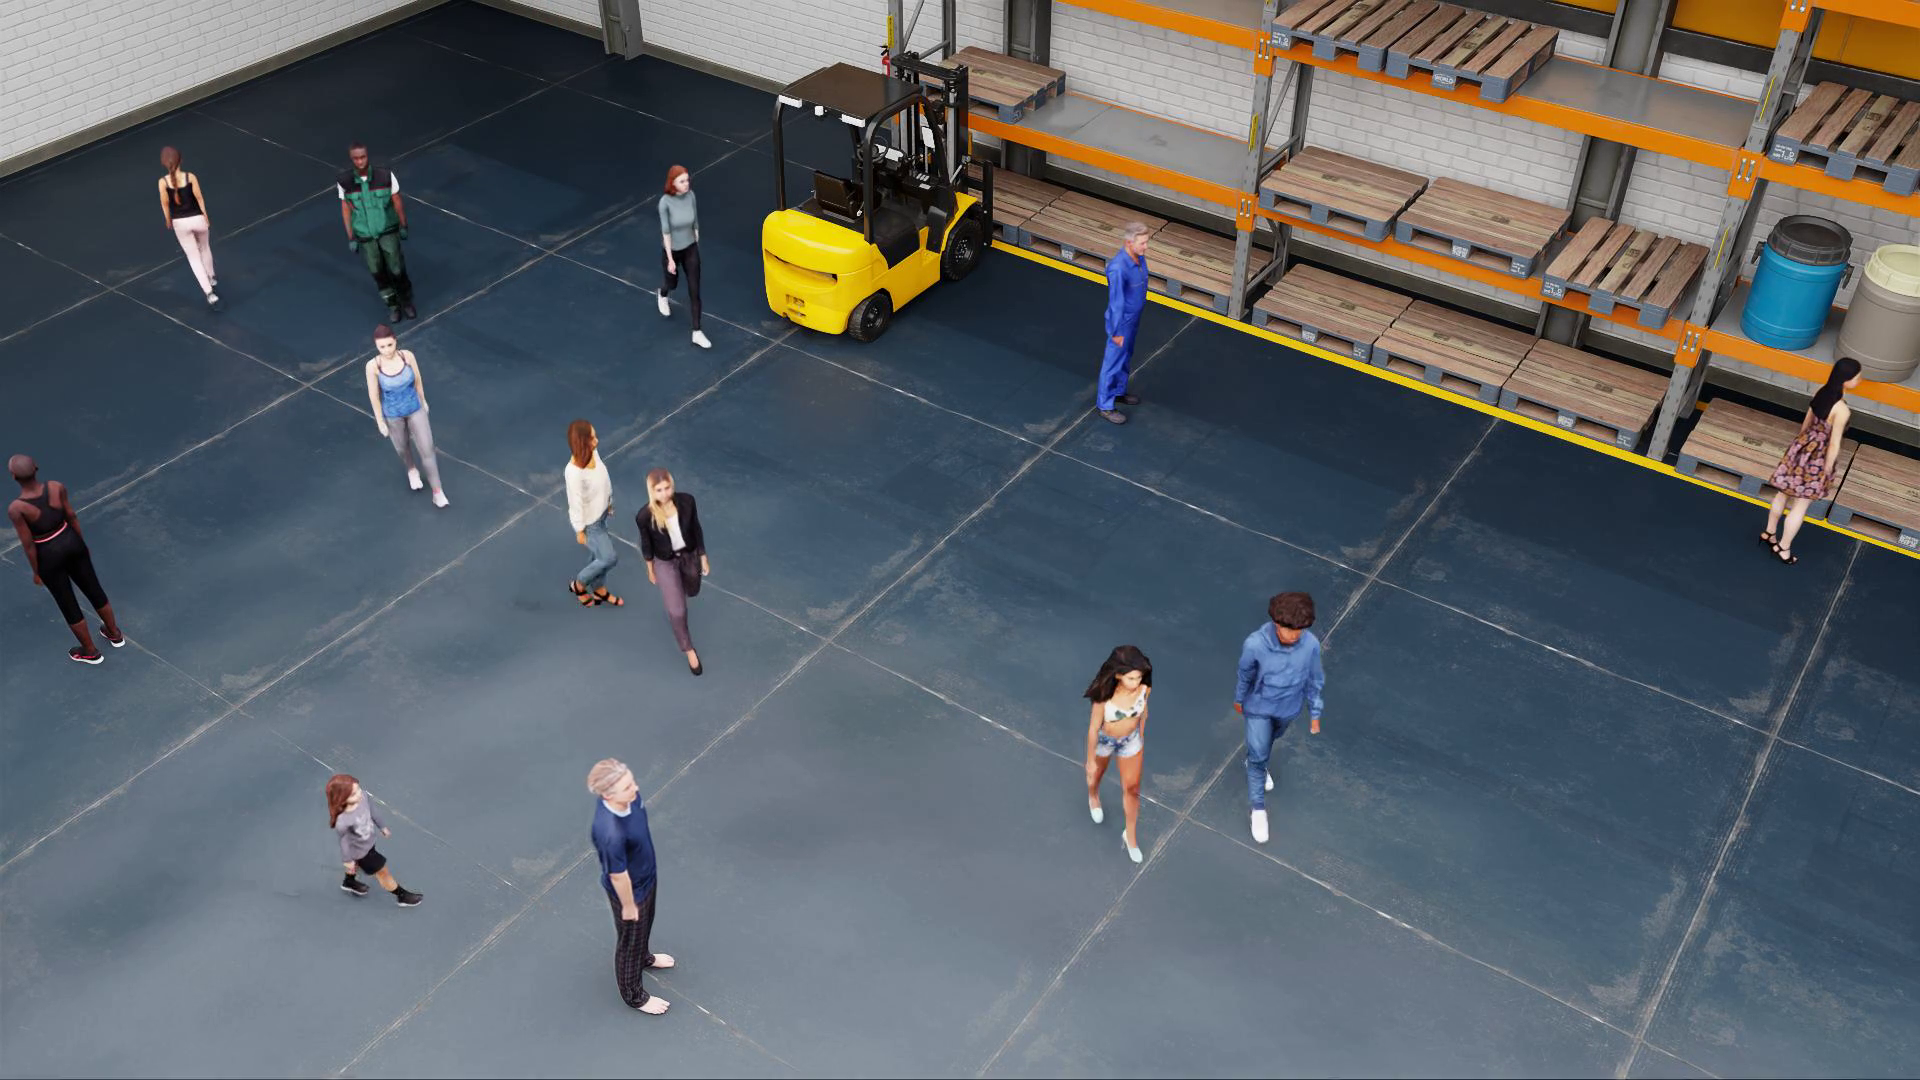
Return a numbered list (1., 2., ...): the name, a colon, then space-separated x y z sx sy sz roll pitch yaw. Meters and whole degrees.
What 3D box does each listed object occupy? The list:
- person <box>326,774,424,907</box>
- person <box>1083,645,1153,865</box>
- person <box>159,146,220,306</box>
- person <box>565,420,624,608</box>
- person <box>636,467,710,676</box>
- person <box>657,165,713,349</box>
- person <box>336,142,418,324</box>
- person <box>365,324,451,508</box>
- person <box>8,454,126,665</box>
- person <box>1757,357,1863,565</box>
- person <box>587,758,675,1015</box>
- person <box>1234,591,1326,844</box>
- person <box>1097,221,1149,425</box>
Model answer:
1. person: -3.693 1.818 10.122 0.851 1.081 0.688 6 39 7
2. person: 0.944 1.226 10.455 0.883 1.591 0.980 -11 40 -13
3. person: -7.273 -2.953 15.730 0.796 1.537 1.083 -22 44 -25
4. person: -2.771 -0.168 12.134 0.813 1.672 0.766 3 39 4
5. person: -2.021 0.143 11.764 0.836 1.648 1.082 -21 43 -24
6. person: -2.601 -2.631 15.188 0.833 1.710 1.202 -24 44 -27
7. person: -5.402 -2.881 15.408 0.848 1.826 0.904 -8 39 -10
8. person: -4.473 -1.051 13.313 0.847 1.581 1.039 -19 42 -22
9. person: -6.321 0.121 11.703 0.542 1.758 0.587 20 43 23
10. person: 6.456 -0.600 12.594 0.859 1.773 0.807 -3 39 -4
11. person: -1.860 1.911 9.372 0.745 1.871 0.738 1 39 1
12. person: 1.975 0.962 10.637 1.089 1.775 1.136 -8 39 -10
13. person: 1.385 -1.888 14.165 0.611 1.825 0.754 17 42 20
